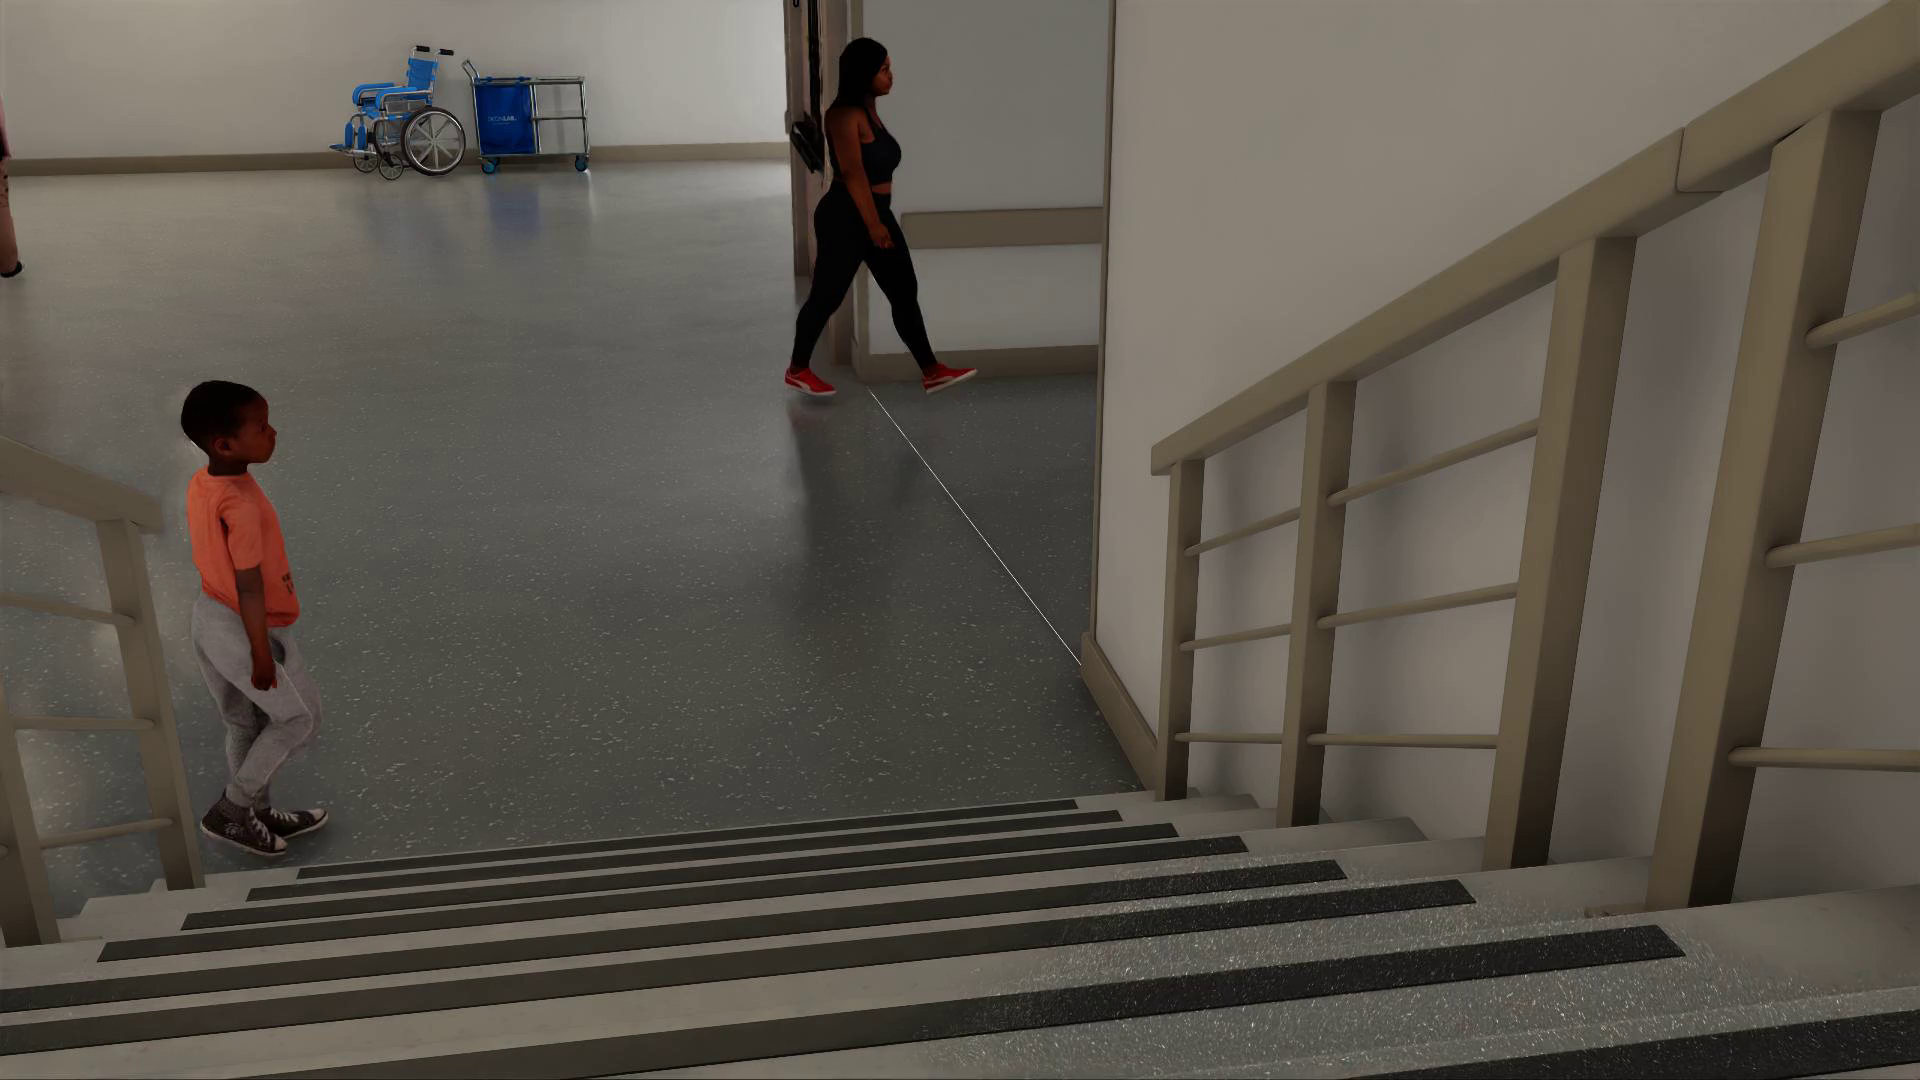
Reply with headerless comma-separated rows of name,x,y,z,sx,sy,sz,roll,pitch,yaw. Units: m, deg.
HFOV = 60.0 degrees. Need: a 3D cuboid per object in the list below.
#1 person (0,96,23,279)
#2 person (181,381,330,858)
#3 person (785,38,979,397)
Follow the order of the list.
person,-6.623,-2.618,11.044,0.743,1.824,0.943,-6,22,-16
person,-1.889,0.240,4.238,0.680,1.300,0.623,-19,28,-41
person,-0.601,-1.530,8.269,1.119,1.756,1.266,7,22,18
